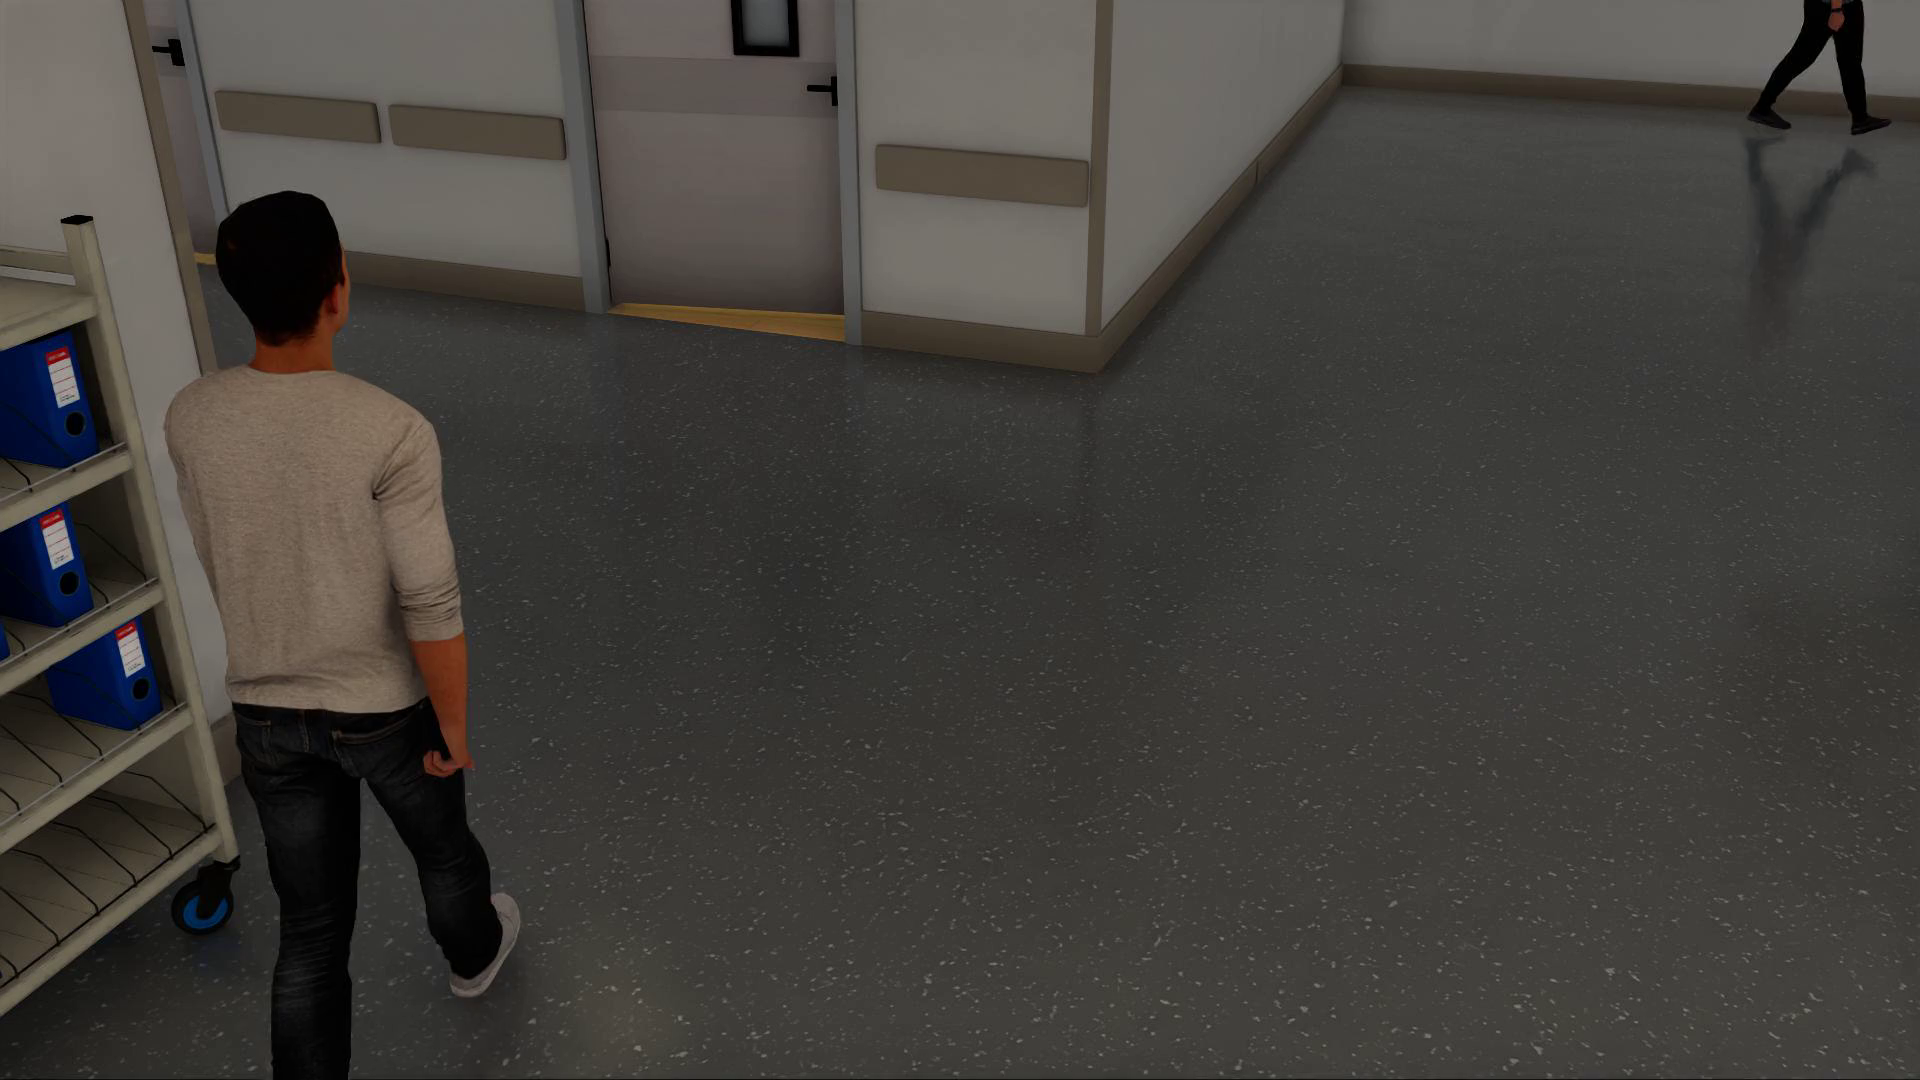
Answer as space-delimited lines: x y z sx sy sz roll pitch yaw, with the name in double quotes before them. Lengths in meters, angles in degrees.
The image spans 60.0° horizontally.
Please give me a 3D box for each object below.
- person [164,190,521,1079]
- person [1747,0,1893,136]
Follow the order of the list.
"person" -1.118 0.339 2.885 0.913 1.770 1.229 0 26 0
"person" 5.716 -3.547 11.022 1.089 1.703 1.189 23 34 39
